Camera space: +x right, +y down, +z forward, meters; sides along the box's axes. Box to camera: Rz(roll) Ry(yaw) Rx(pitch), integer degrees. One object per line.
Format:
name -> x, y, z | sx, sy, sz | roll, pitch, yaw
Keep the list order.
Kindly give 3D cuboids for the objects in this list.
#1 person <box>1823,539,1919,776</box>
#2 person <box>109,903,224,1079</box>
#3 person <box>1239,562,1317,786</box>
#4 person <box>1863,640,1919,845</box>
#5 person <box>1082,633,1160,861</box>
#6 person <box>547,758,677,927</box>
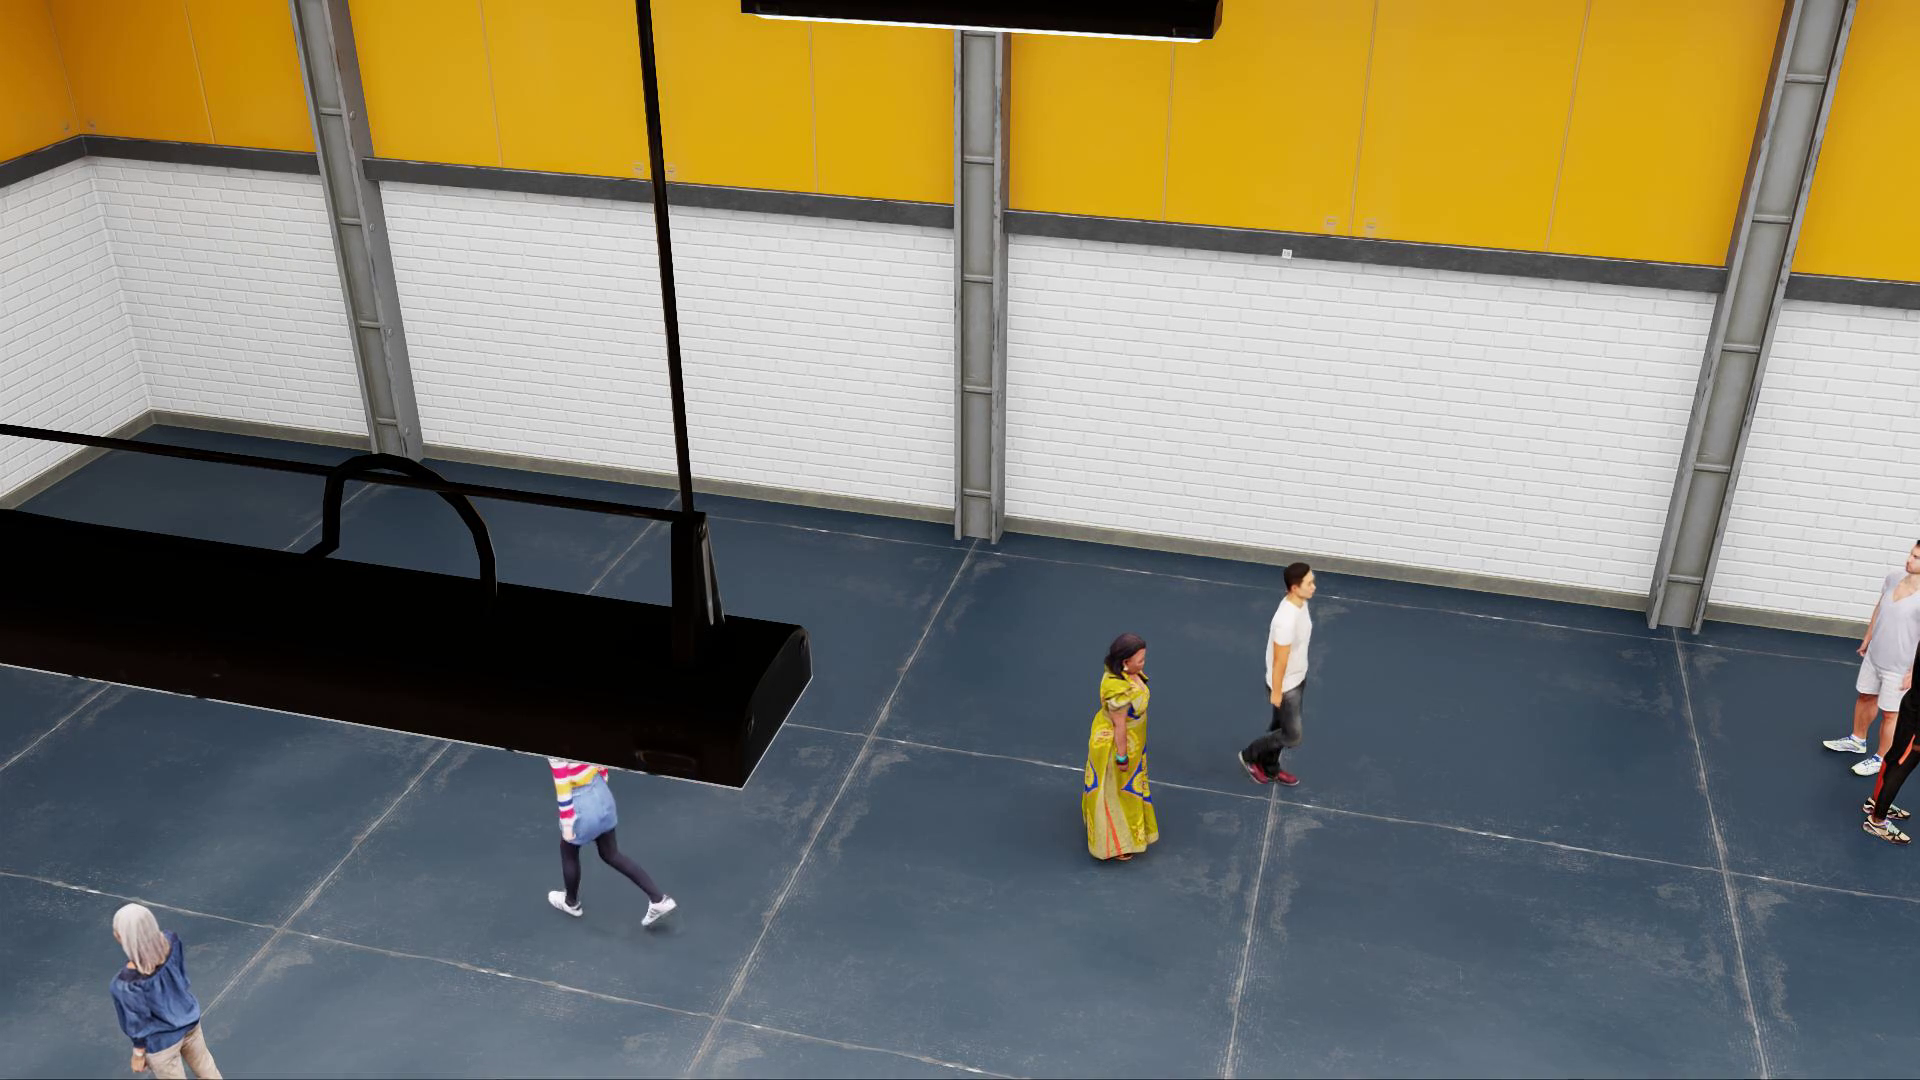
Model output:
person -> 6.628, 0.811, 11.785 | 0.731, 1.854, 0.768 | -5, 29, -10
person -> -4.142, 2.579, 8.719 | 0.576, 1.697, 0.620 | 5, 29, 9
person -> 2.188, 0.950, 11.605 | 0.721, 1.794, 0.707 | 11, 31, 20
person -> 6.427, 1.178, 11.161 | 0.611, 1.808, 0.679 | 15, 32, 25
person -> 1.049, 1.340, 11.031 | 0.831, 1.659, 0.898 | 3, 29, 5
person -> -2.208, 1.680, 10.276 | 1.169, 1.773, 0.799 | 11, 30, 18
